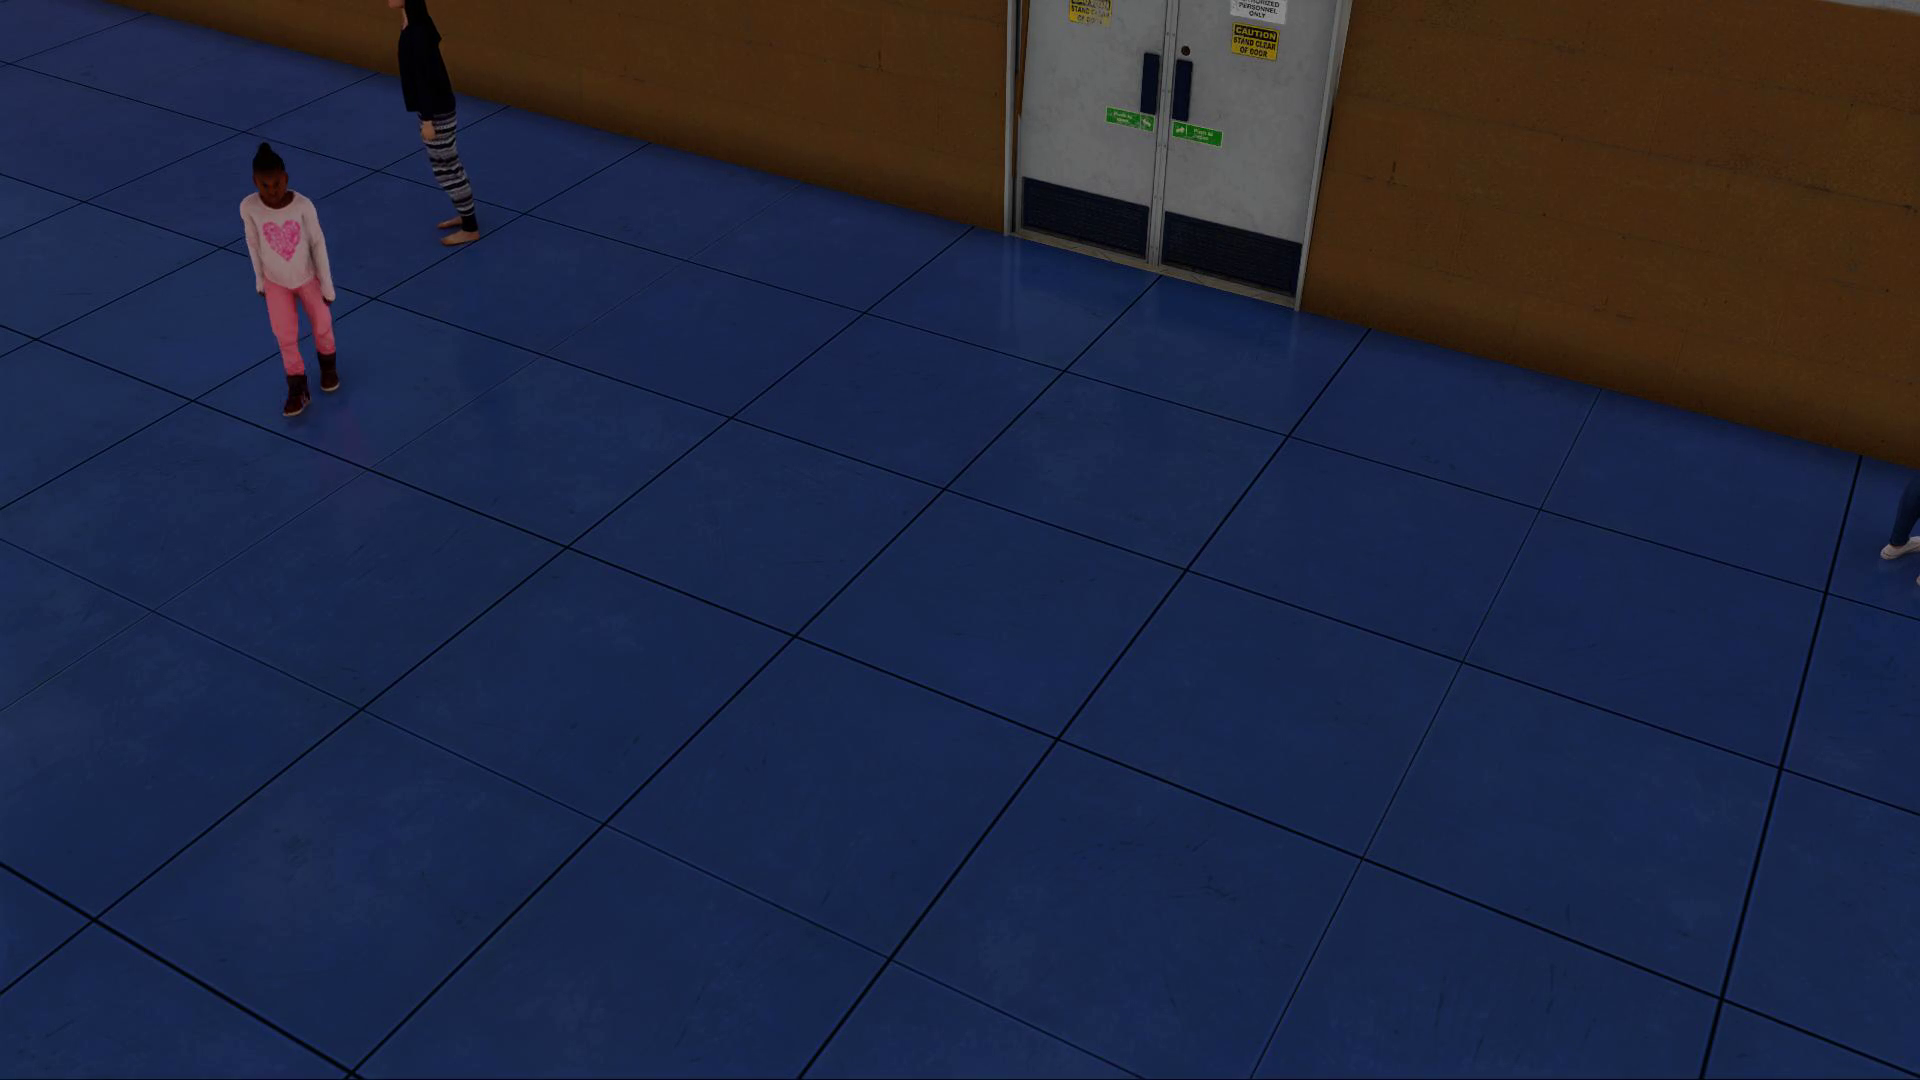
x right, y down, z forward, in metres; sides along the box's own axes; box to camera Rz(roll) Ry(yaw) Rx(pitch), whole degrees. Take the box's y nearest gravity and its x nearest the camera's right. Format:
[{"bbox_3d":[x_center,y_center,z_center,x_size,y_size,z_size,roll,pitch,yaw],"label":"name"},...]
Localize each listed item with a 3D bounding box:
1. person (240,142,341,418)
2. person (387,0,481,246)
[{"bbox_3d":[-3.525,-1.440,8.815,0.829,1.436,0.907,-6,37,-8],"label":"person"},{"bbox_3d":[-3.220,-2.663,10.199,0.717,1.730,0.668,-11,38,-14],"label":"person"}]
